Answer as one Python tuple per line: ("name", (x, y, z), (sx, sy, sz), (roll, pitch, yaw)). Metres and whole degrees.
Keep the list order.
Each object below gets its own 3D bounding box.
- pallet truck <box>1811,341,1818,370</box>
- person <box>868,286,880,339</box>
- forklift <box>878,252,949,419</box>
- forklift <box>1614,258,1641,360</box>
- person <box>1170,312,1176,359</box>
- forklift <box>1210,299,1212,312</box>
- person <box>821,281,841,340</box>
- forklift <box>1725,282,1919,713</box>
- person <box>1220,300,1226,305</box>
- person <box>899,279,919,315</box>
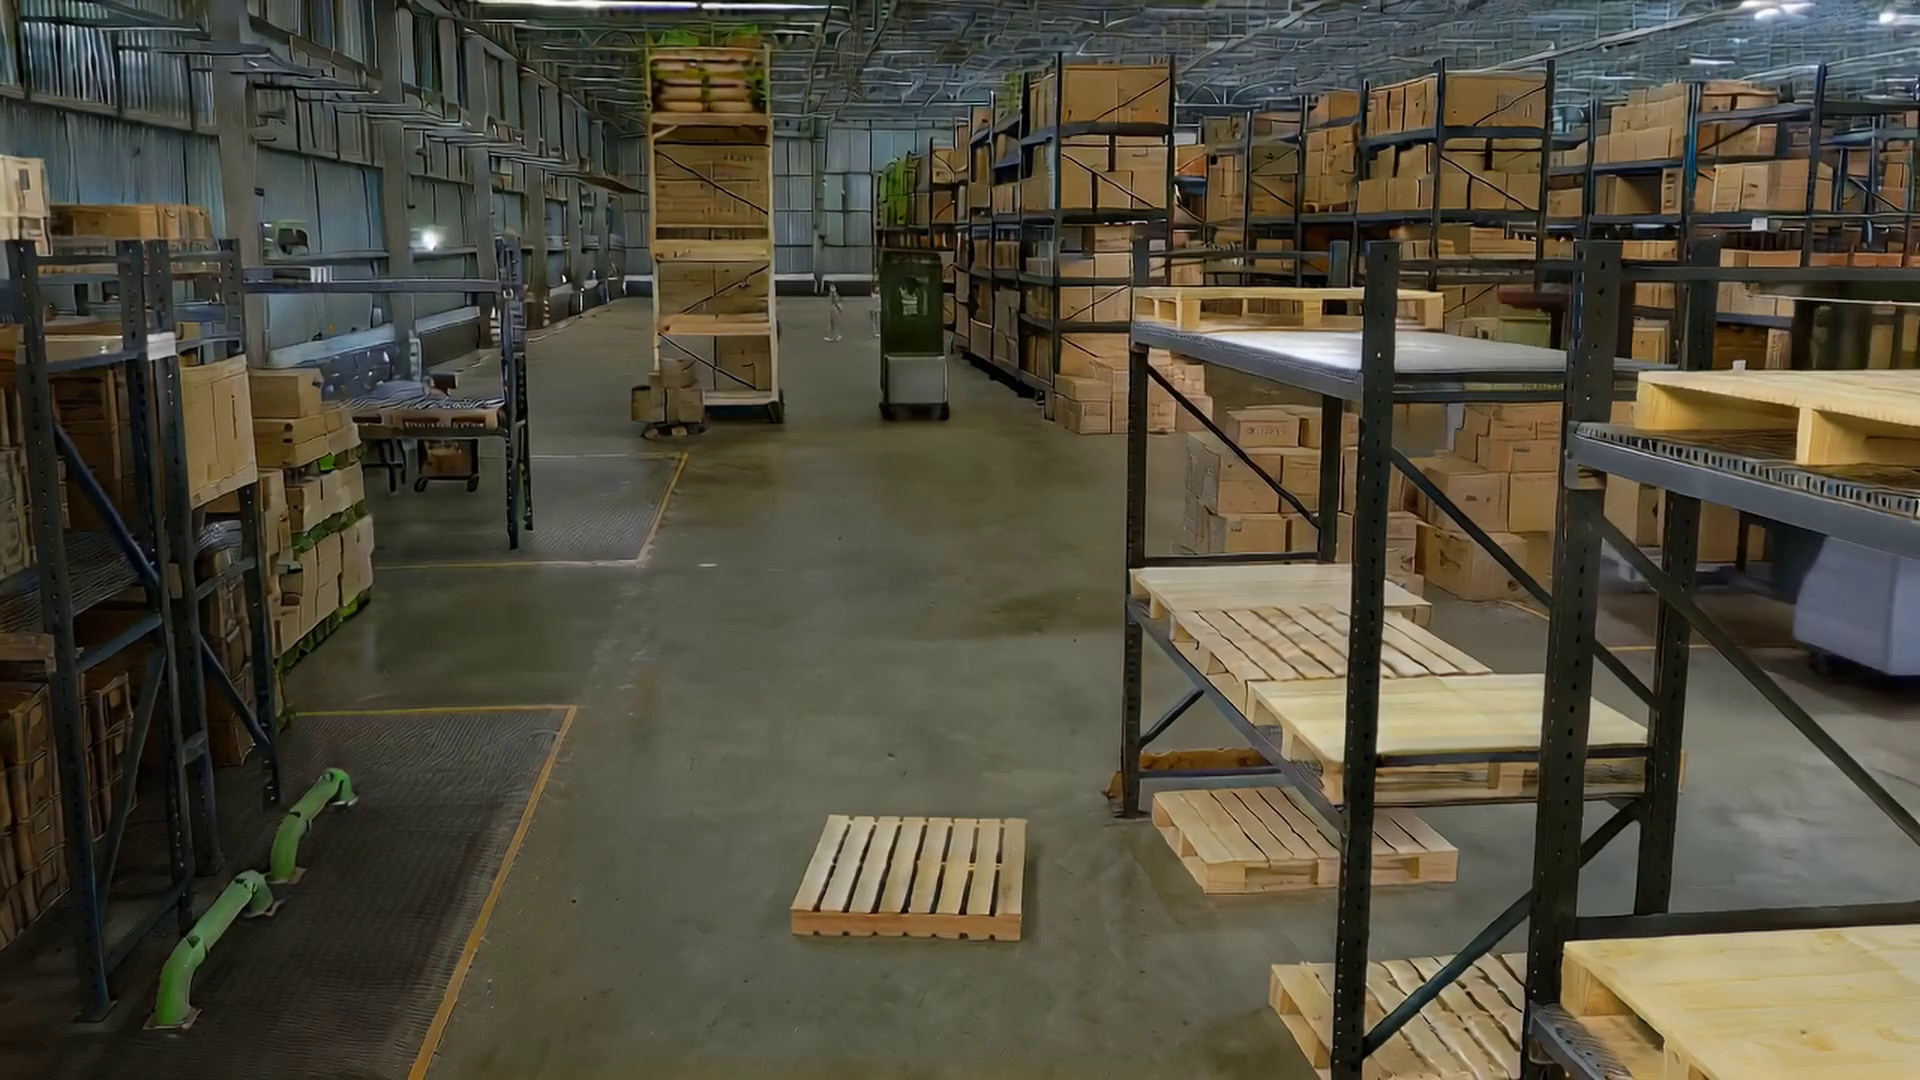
("pallet truck", (15.846, -3.142, 28.793), (1.885, 1.965, 0.823), (2, 10, 12))
("person", (-2.598, -7.006, 51.249), (0.519, 1.617, 0.345), (-5, 12, -28))
("forklift", (-0.800, -3.535, 28.521), (1.129, 2.768, 1.873), (-1, 10, -6))
("forklift", (7.371, -1.844, 19.150), (1.873, 2.768, 1.129), (-1, 10, -6))
("person", (4.930, -4.908, 39.638), (0.543, 1.596, 0.836), (1, 10, 7))
("forklift", (8.779, -9.677, 62.554), (1.129, 2.768, 1.873), (-1, 10, -6))
("person", (-3.865, -6.936, 50.330), (0.630, 1.810, 0.637), (3, 11, 17))
("forklift", (6.250, -0.406, 11.185), (1.129, 2.768, 1.873), (-1, 10, -6))
("person", (9.791, -8.838, 61.341), (0.514, 1.641, 0.307), (6, 12, 30))
("person", (-1.539, -6.849, 49.690), (0.599, 1.887, 0.852), (-4, 11, -20))
